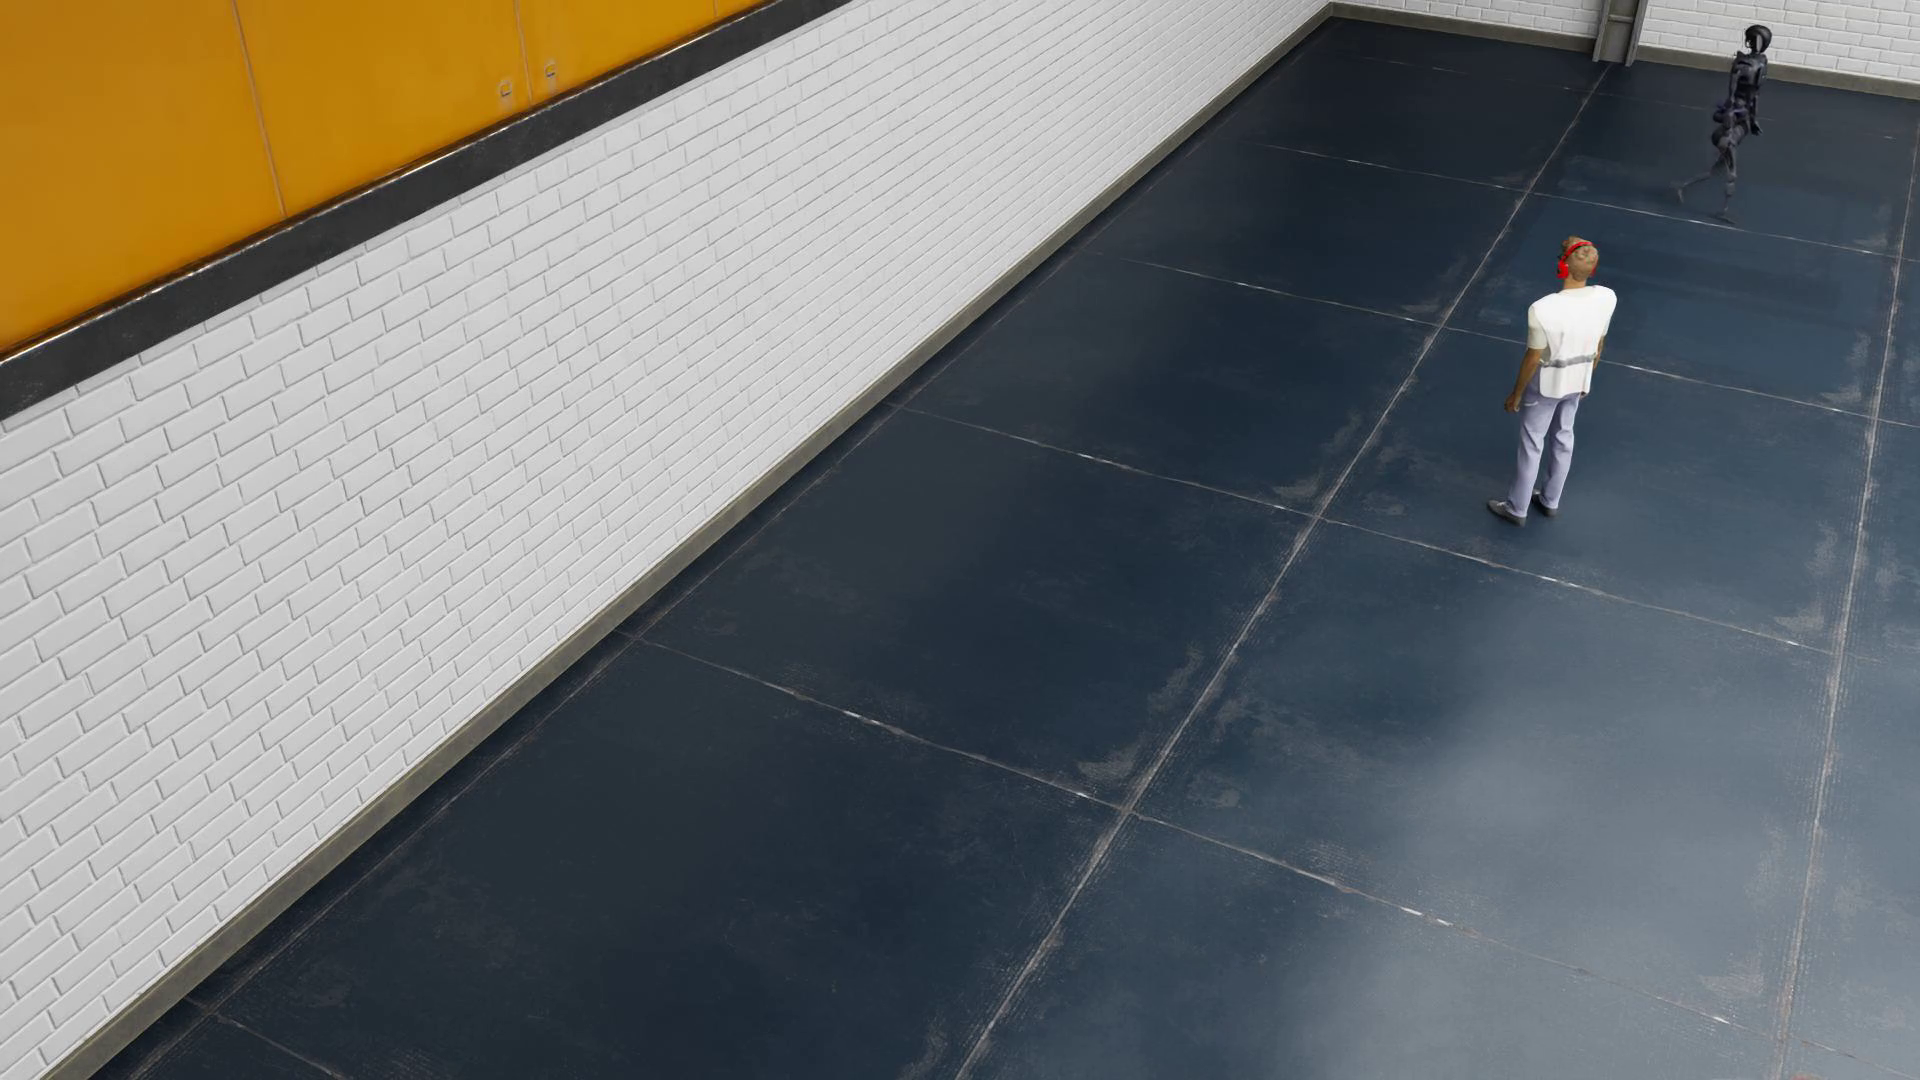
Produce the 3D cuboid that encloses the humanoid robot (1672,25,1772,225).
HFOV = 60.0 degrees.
[{"bbox_3d":[6.459,-3.524,13.987,0.590,1.646,0.693,-29,43,-36],"label":"humanoid robot"}]

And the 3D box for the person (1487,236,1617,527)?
[{"bbox_3d":[3.542,-0.914,9.923,0.562,1.846,0.391,-12,36,-17],"label":"person"}]
